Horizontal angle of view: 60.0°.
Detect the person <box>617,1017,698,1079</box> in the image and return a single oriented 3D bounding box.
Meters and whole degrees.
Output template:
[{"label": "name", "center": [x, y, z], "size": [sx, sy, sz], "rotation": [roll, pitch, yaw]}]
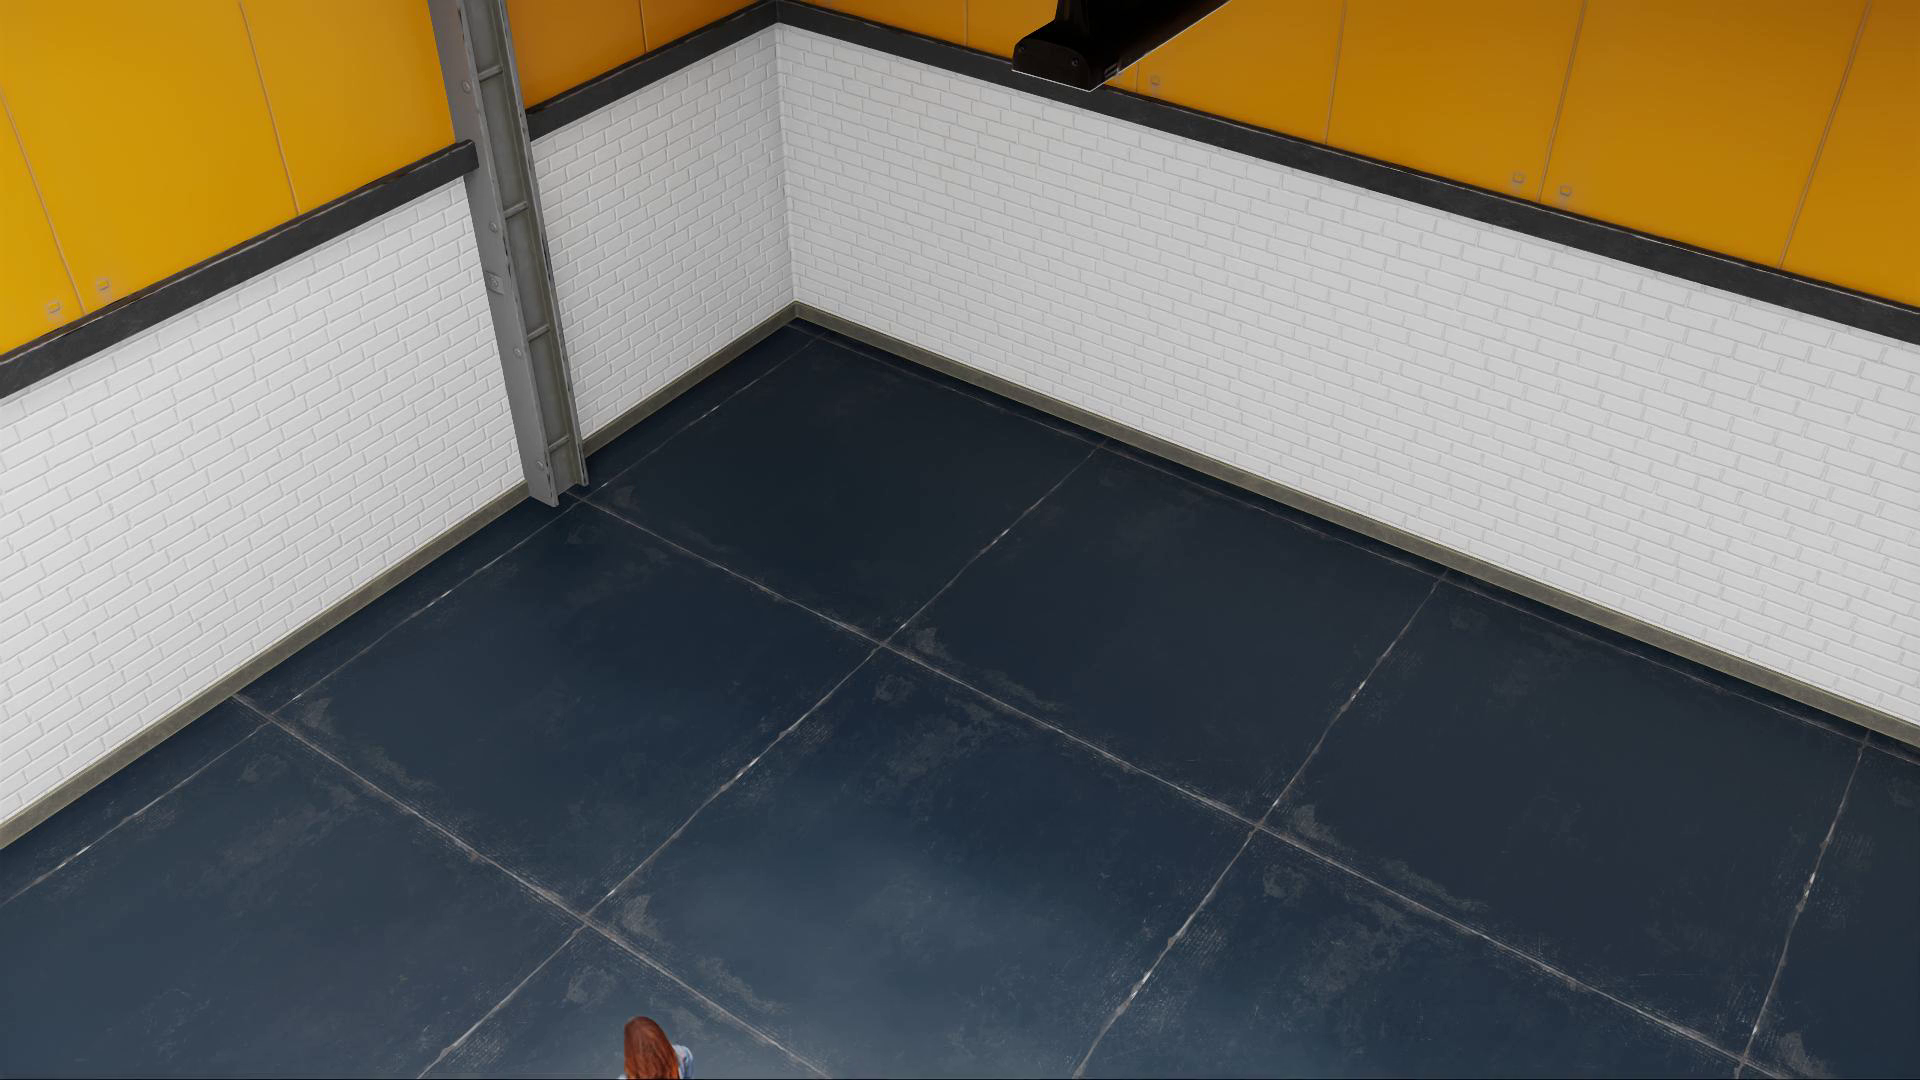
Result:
[{"label": "person", "center": [-1.460, 2.827, 8.154], "size": [0.539, 1.478, 0.683], "rotation": [-25, 45, -28]}]
